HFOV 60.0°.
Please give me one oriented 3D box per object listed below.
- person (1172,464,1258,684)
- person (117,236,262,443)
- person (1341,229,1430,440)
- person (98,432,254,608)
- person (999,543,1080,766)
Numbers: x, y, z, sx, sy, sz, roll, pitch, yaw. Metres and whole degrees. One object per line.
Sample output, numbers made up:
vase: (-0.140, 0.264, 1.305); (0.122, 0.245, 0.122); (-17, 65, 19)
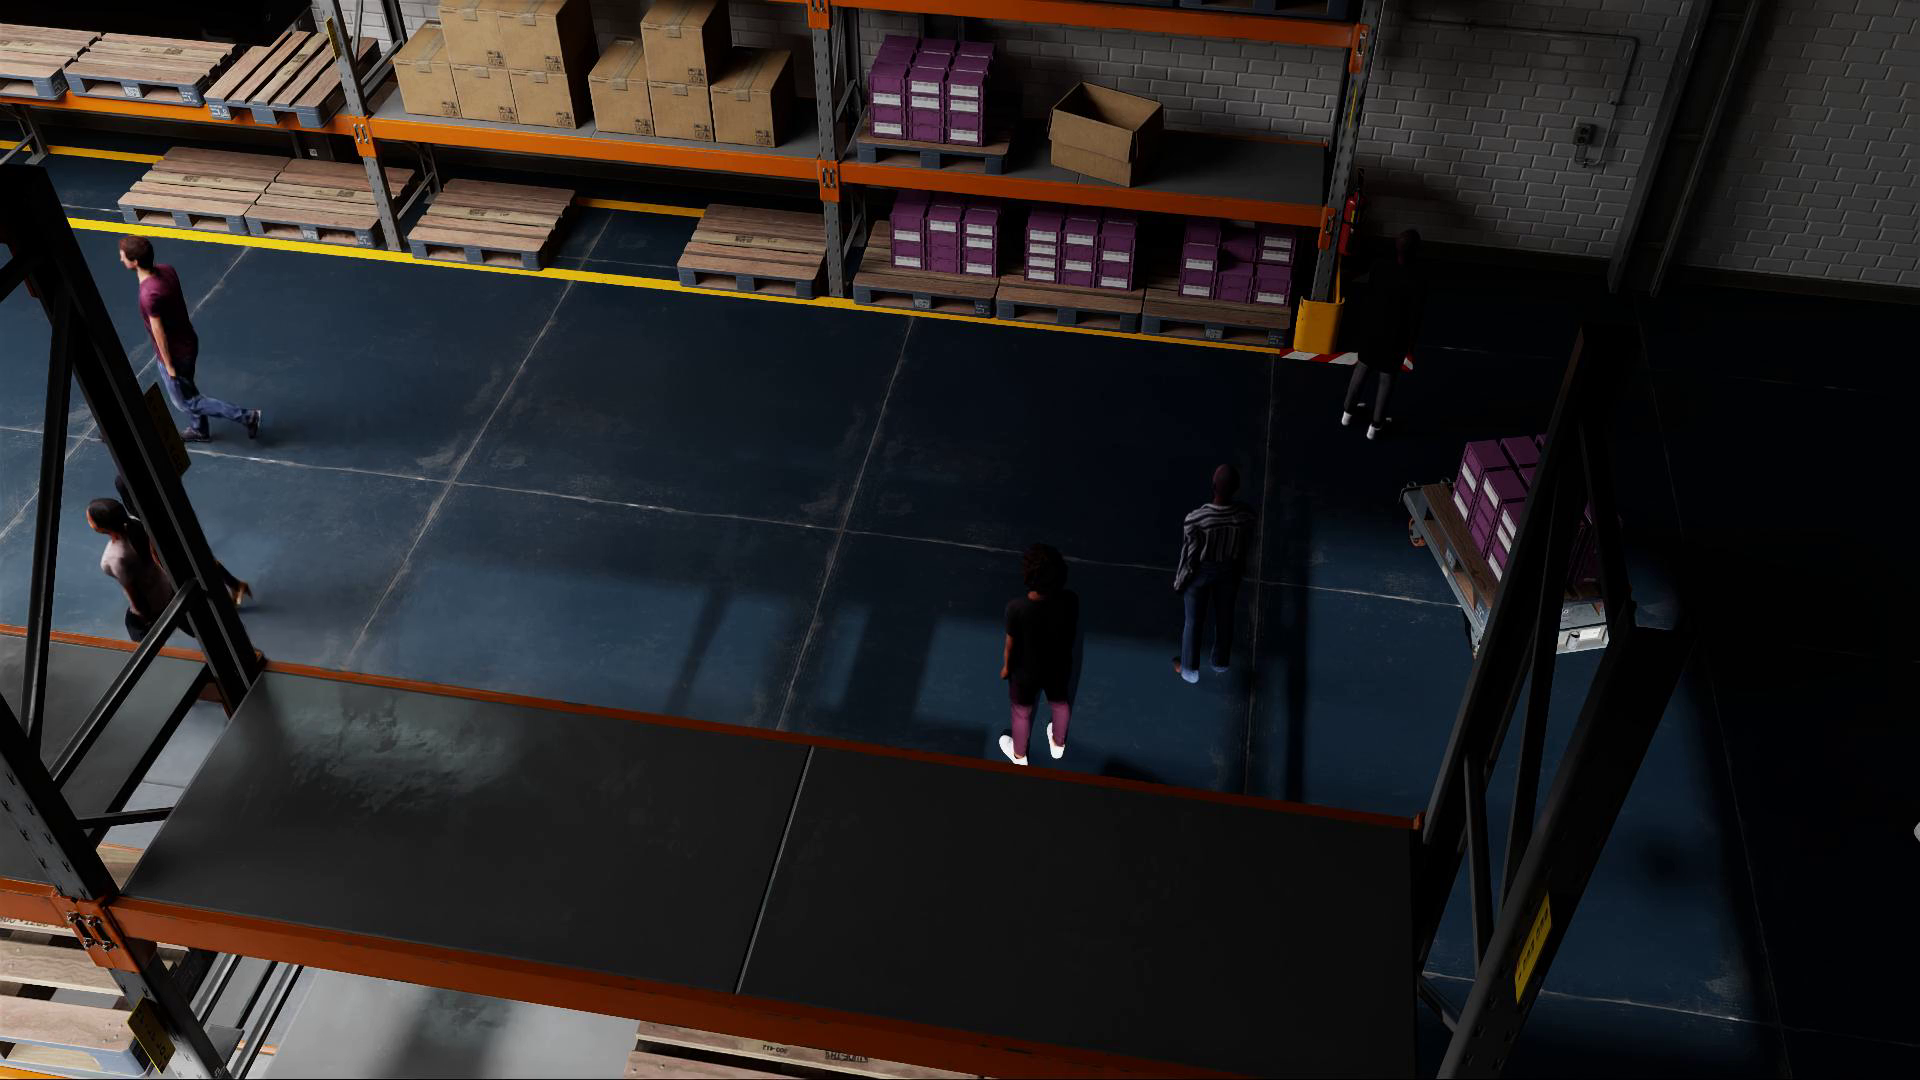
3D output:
person: (1.590, 0.228, 10.461); (0.620, 1.795, 0.764); (-10, 45, -11)
person: (-5.654, -1.417, 12.161); (1.079, 1.833, 0.843); (-4, 44, -4)
person: (3.145, -1.535, 12.338); (0.669, 1.760, 0.780); (30, 51, 28)
person: (-5.160, -0.103, 10.956); (1.073, 1.593, 0.805); (-7, 44, -7)
person: (0.477, 0.708, 9.966); (0.675, 1.784, 0.773); (-14, 45, -14)
